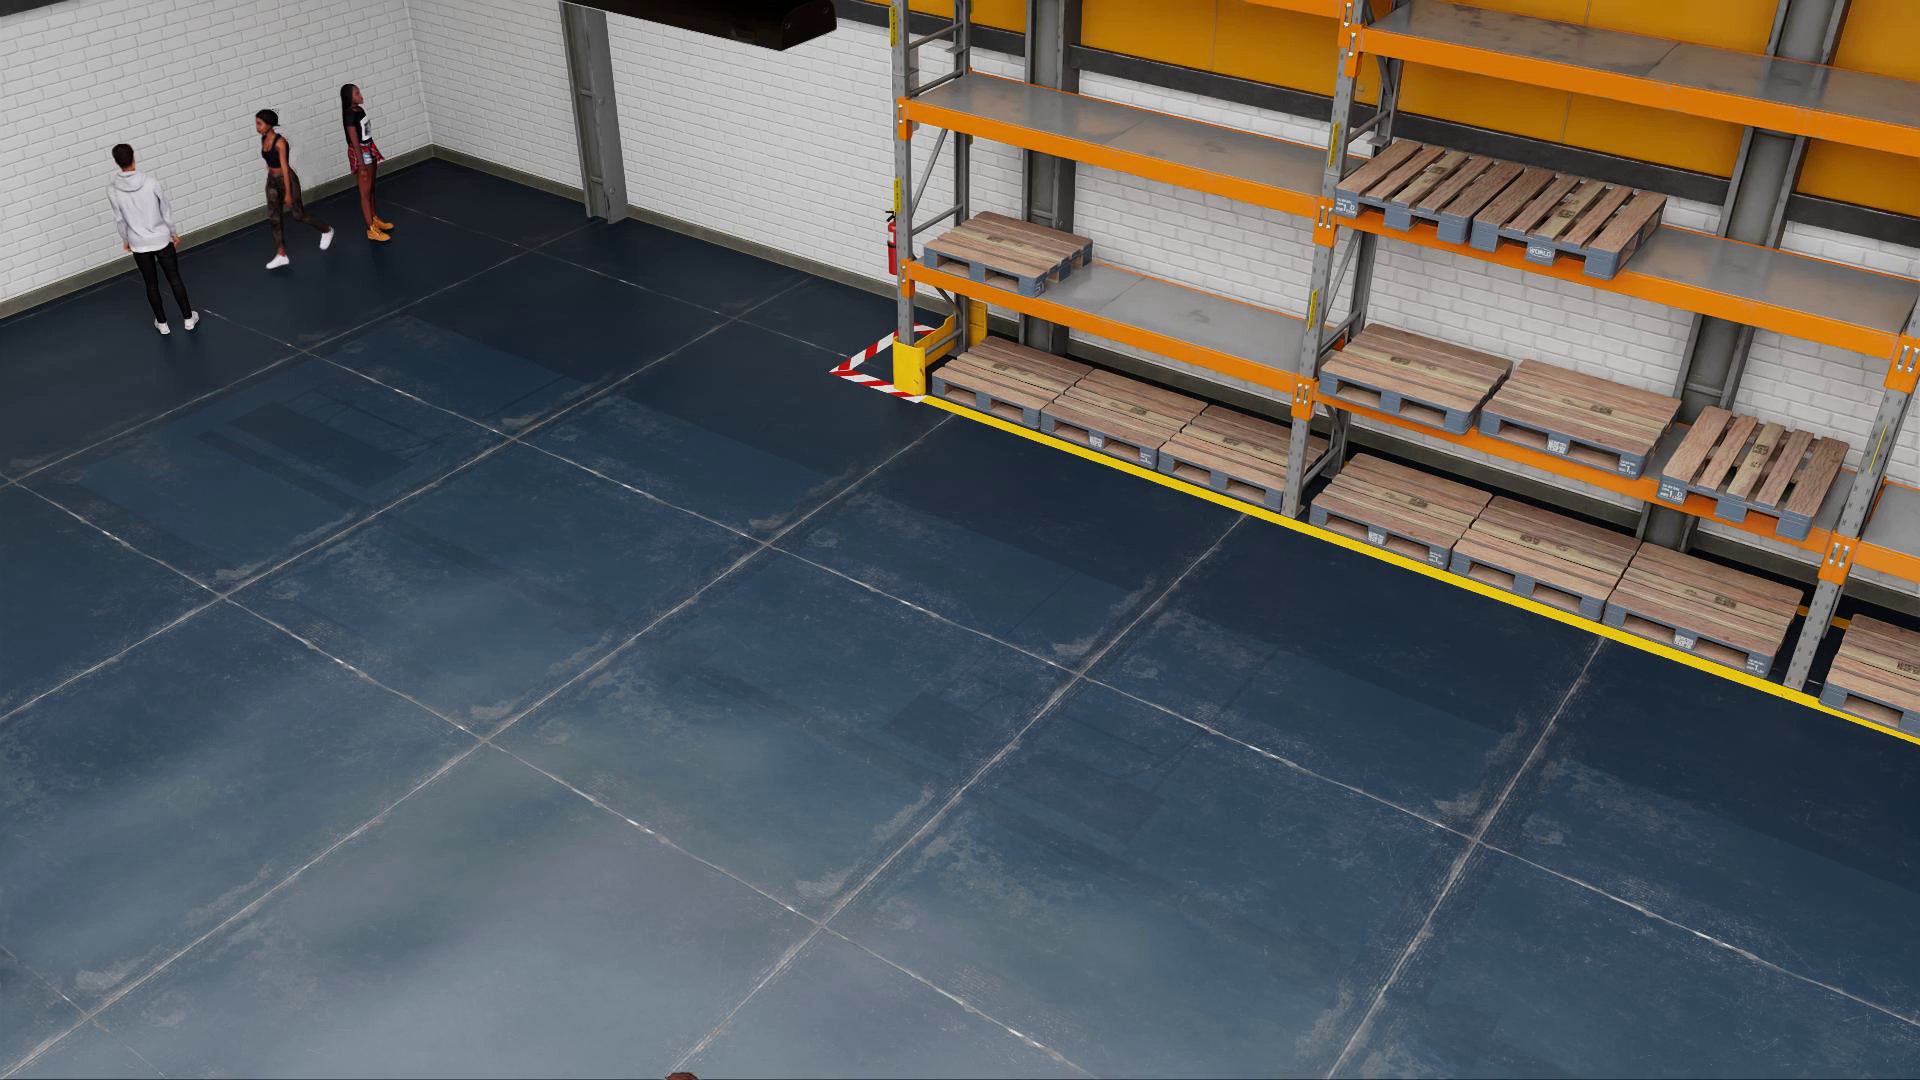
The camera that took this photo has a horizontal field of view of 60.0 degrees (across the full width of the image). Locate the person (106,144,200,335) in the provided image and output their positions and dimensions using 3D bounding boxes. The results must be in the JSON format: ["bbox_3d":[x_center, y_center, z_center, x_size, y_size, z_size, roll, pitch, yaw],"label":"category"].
[{"bbox_3d":[-7.971,-2.966,16.367,0.777,1.932,0.788,-13,36,-19],"label":"person"}]

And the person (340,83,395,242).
[{"bbox_3d":[-6.603,-4.198,18.405,0.777,1.728,0.726,-3,34,-5],"label":"person"}]

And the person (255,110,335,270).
[{"bbox_3d":[-7.185,-3.793,17.843,0.993,1.675,0.667,21,39,28],"label":"person"}]
